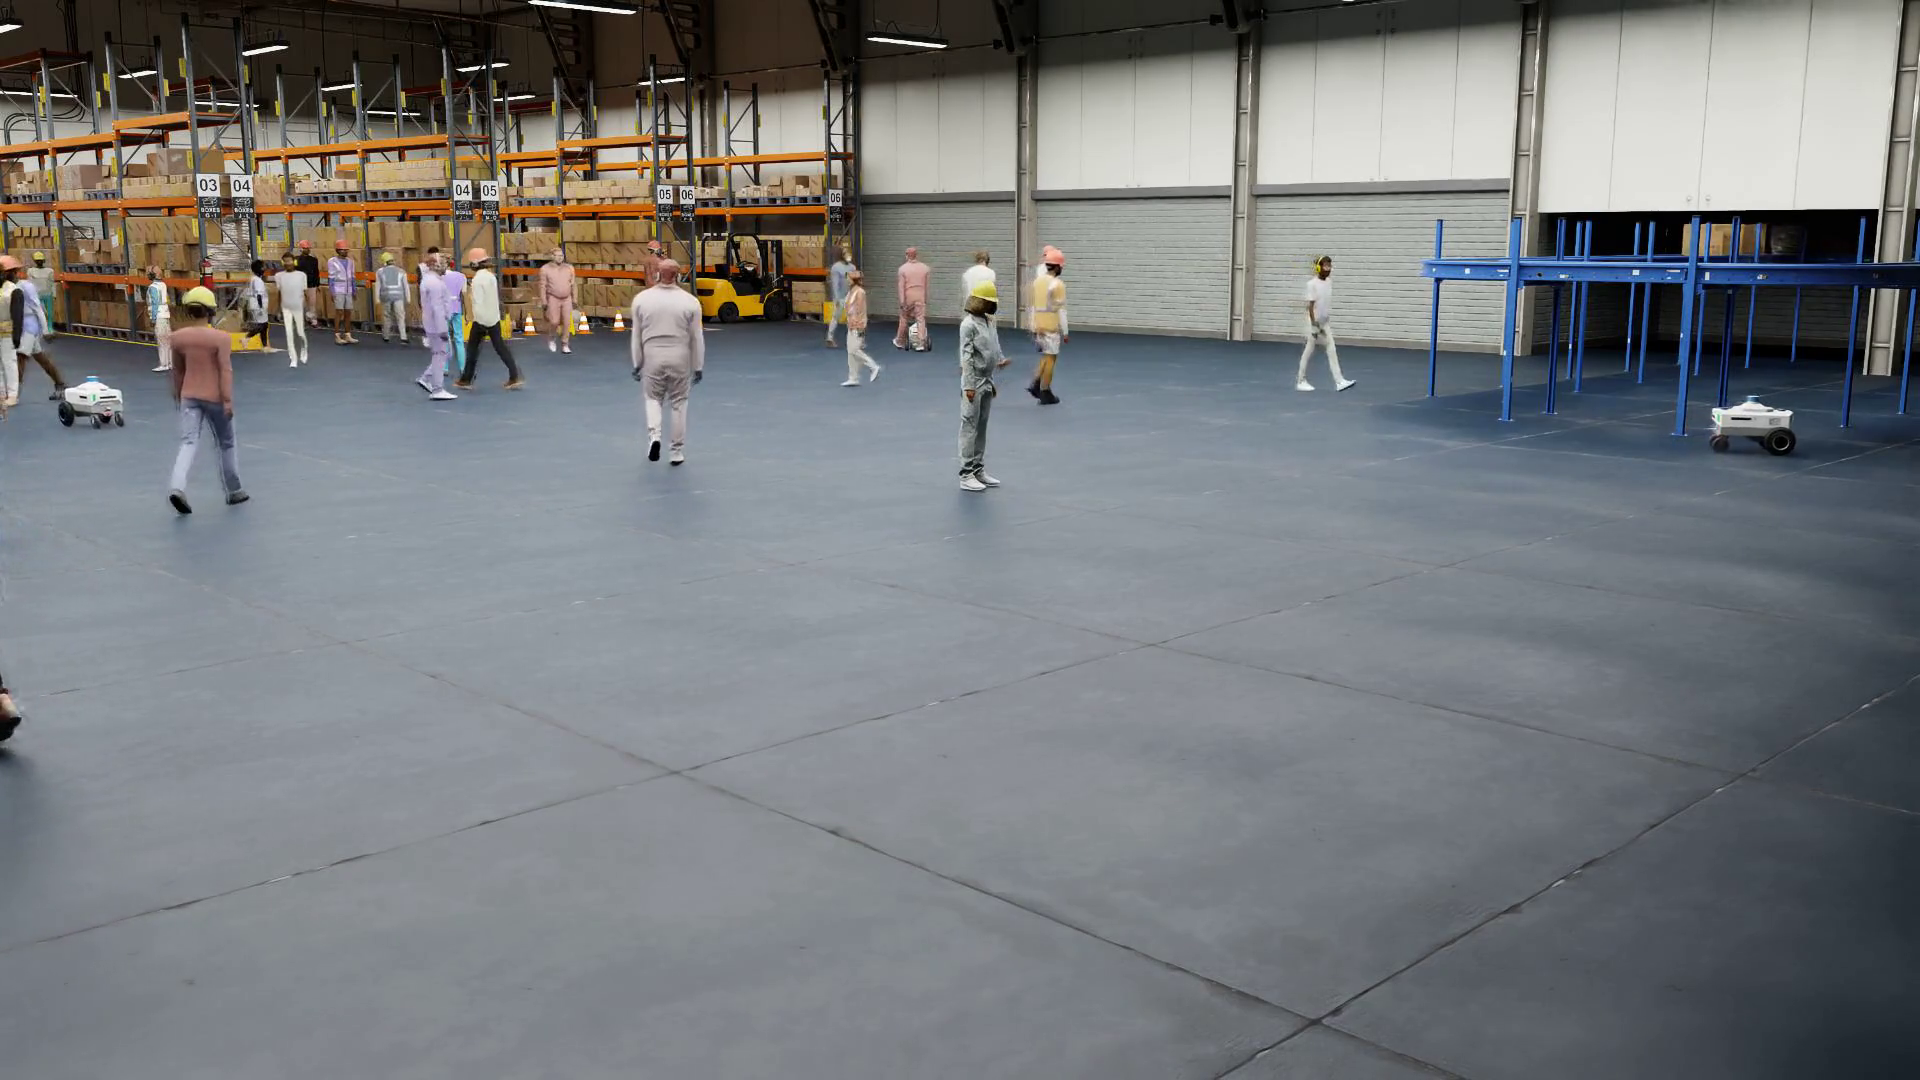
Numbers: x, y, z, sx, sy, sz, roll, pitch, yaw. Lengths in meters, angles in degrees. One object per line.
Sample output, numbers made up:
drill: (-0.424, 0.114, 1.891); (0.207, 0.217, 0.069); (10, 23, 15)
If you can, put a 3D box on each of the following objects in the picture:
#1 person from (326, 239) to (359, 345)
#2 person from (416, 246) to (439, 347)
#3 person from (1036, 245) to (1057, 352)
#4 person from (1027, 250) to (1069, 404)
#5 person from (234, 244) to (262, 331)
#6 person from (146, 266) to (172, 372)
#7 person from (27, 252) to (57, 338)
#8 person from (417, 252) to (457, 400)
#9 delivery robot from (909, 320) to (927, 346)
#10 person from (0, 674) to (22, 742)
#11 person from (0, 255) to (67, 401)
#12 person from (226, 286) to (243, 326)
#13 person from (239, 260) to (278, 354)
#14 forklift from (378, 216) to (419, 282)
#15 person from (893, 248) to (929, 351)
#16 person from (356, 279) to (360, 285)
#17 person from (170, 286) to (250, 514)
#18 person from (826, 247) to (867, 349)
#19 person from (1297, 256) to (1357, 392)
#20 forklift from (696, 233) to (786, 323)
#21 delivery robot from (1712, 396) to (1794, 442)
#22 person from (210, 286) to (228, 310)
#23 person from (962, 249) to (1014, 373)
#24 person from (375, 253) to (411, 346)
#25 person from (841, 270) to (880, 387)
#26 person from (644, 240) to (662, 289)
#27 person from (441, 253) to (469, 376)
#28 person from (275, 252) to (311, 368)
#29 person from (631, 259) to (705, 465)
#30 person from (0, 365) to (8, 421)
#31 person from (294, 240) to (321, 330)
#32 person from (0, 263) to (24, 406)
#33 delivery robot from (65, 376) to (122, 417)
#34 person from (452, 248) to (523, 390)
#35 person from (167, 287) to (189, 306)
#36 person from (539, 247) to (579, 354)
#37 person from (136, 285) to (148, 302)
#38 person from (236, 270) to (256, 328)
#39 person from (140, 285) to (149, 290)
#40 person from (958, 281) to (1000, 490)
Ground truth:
person: (-12.025, -4.840, 32.455); (0.424, 2.034, 0.617); (7, 12, 33)
person: (-9.726, -4.461, 30.706); (0.622, 1.904, 0.552); (-10, 14, -42)
person: (1.644, -4.386, 30.264); (0.535, 1.920, 0.581); (-5, 12, -25)
person: (1.150, -2.675, 20.927); (0.413, 1.921, 0.578); (-8, 13, -36)
person: (-15.932, -5.712, 37.192); (0.605, 2.036, 0.393); (-5, 11, -24)
person: (-12.502, -3.456, 25.965); (0.311, 1.642, 0.512); (-1, 10, -8)
person: (-18.989, -5.071, 34.429); (0.526, 1.768, 0.330); (-8, 13, -36)
person: (-6.724, -2.755, 21.464); (0.423, 1.890, 0.676); (-4, 11, -23)
delivery robot: (-0.780, -3.849, 30.932); (0.477, 0.478, 0.707); (0, 10, -2)
person: (-4.271, 0.039, 6.843); (0.829, 1.669, 0.540); (5, 11, 24)
person: (-11.847, -2.667, 21.085); (0.558, 1.862, 1.042); (7, 12, 33)
person: (-17.243, -6.059, 39.467); (0.559, 1.901, 0.912); (-7, 12, -33)
person: (-12.526, -4.139, 29.585); (0.566, 1.684, 0.539); (-6, 12, -29)
forklift: (-17.868, -9.201, 54.028); (1.873, 2.768, 1.129); (-10, 14, -44)
person: (-0.904, -4.423, 30.634); (0.651, 1.861, 0.963); (-4, 11, -21)
person: (-15.450, -6.428, 41.754); (0.627, 1.798, 0.923); (-9, 14, -42)
person: (-5.873, -1.092, 12.852); (0.530, 1.724, 0.908); (1, 10, 6)
person: (-2.182, -4.530, 31.170); (0.648, 1.890, 1.037); (-10, 14, -43)
person: (4.920, -2.899, 22.444); (0.561, 1.814, 0.959); (-8, 13, -37)
forklift: (-5.496, -6.489, 41.108); (2.313, 2.155, 1.214); (-10, 14, -44)
delivery robot: (7.784, -1.175, 16.350); (0.707, 0.478, 0.477); (3, 11, 16)
person: (-16.813, -5.709, 37.521); (0.605, 1.896, 0.731); (-10, 14, -44)
person: (0.380, -3.554, 25.838); (0.651, 1.879, 1.013); (9, 14, 42)
person: (-10.973, -4.657, 32.176); (0.660, 1.754, 0.988); (-5, 11, -24)
person: (-1.426, -2.972, 23.349); (0.446, 1.624, 0.539); (-4, 11, -22)
person: (-6.482, -5.365, 35.404); (0.611, 1.997, 0.375); (10, 14, 42)
person: (-7.712, -3.402, 25.108); (0.570, 1.843, 0.372); (-4, 11, -22)
person: (-10.799, -3.736, 26.925); (0.517, 1.854, 0.649); (-2, 11, -13)
person: (-2.689, -1.638, 15.355); (0.680, 1.892, 0.446); (0, 10, -2)
person: (-7.293, -1.000, 12.242); (0.450, 1.751, 0.546); (7, 12, 33)
person: (-14.658, -5.716, 37.314); (0.620, 1.996, 0.372); (-10, 14, -43)
person: (-11.866, -2.543, 20.569); (0.655, 1.794, 0.633); (-1, 10, -3)
delivery robot: (-9.692, -1.587, 18.599); (0.707, 0.478, 0.477); (8, 13, 37)
person: (-6.529, -3.044, 22.922); (1.047, 1.948, 0.604); (3, 11, 17)
person: (-18.915, -6.195, 40.123); (0.611, 1.930, 0.587); (-8, 13, -39)
person: (-7.186, -4.301, 29.902); (0.655, 1.891, 0.433); (-6, 12, -31)
person: (-20.508, -6.369, 41.969); (0.521, 1.582, 0.872); (-5, 12, -26)
person: (-15.601, -5.323, 36.262); (0.842, 1.599, 0.498); (7, 13, 35)
person: (-20.002, -6.352, 41.182); (0.616, 1.845, 0.898); (-9, 14, -41)
person: (0.180, -1.299, 13.950); (0.311, 1.735, 0.484); (5, 11, 25)
